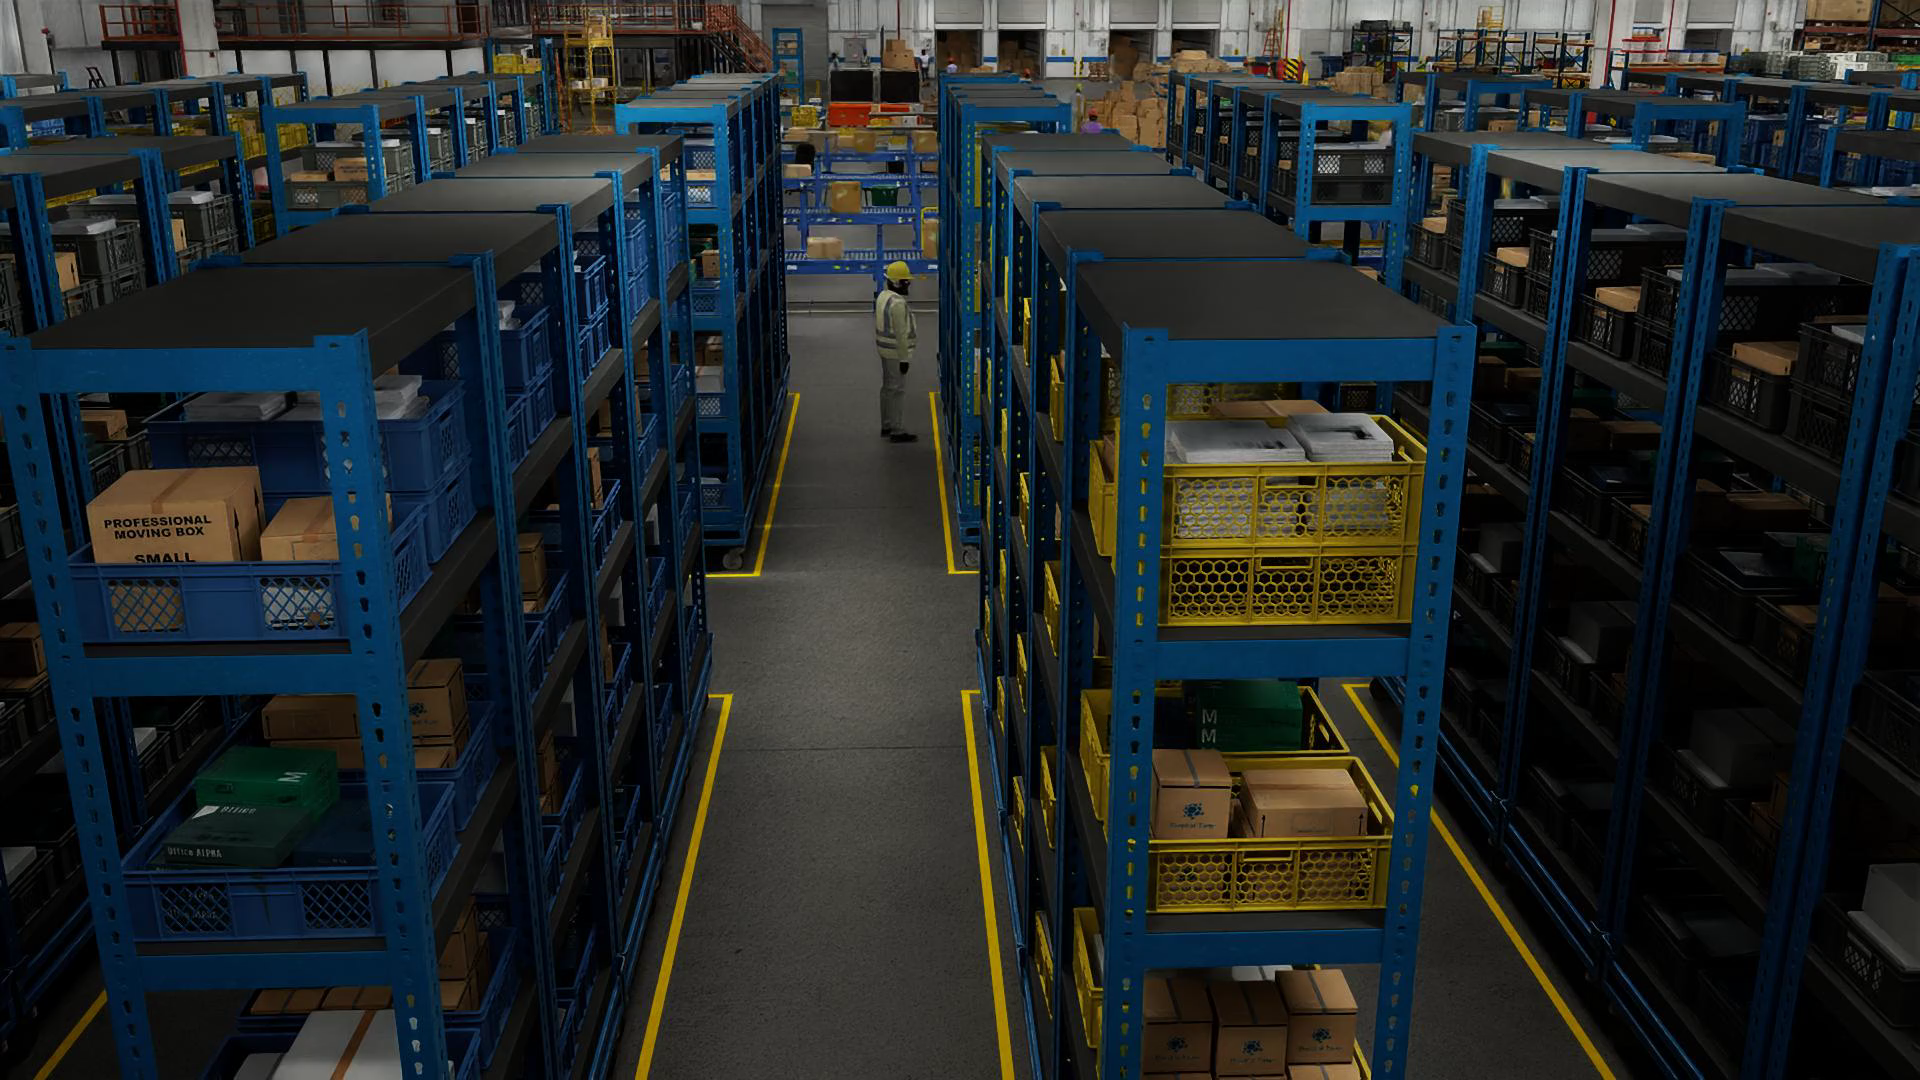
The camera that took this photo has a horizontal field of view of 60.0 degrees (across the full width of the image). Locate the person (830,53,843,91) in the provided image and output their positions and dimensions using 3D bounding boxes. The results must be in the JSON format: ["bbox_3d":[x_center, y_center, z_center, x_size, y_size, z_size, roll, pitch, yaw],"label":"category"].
[{"bbox_3d":[-6.324,-23.752,84.392,0.788,1.862,0.639,-2,18,-6],"label":"person"}]

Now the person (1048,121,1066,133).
[{"bbox_3d":[2.220,-8.939,38.345,0.624,1.997,0.571,10,20,28],"label":"person"}]

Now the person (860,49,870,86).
[{"bbox_3d":[-5.077,-25.315,89.092,0.605,1.948,0.391,9,20,25],"label":"person"}]

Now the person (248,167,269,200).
[{"bbox_3d":[-13.625,-6.941,32.531,0.528,1.765,0.327,0,18,1],"label":"person"}]

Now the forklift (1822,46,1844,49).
[{"bbox_3d":[31.367,-16.356,59.879,1.129,2.768,1.873,-1,18,-2],"label":"forklift"}]

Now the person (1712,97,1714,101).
[{"bbox_3d":[21.801,-12.127,48.619,0.529,1.736,0.740,-1,18,-4],"label":"person"}]

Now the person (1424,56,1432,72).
[{"bbox_3d":[22.233,-22.046,79.079,0.337,1.882,0.584,11,21,30],"label":"person"}]

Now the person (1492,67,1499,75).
[{"bbox_3d":[20.718,-17.535,65.067,0.612,1.930,0.880,-15,23,-38],"label":"person"}]

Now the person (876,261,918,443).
[{"bbox_3d":[-0.639,-1.903,16.834,0.403,1.828,0.595,-7,19,-20],"label":"person"}]

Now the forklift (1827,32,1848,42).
[{"bbox_3d":[46.023,-25.321,87.619,1.129,2.768,1.873,-1,18,-2],"label":"forklift"}]

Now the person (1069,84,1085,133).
[{"bbox_3d":[3.785,-13.862,53.918,0.603,1.798,0.918,11,21,31],"label":"person"}]

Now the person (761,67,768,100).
[{"bbox_3d":[-7.716,-17.772,65.891,0.602,1.854,0.810,-5,19,-16],"label":"person"}]

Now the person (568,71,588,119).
[{"bbox_3d":[-14.782,-17.110,63.947,0.511,1.807,0.974,13,22,36],"label":"person"}]

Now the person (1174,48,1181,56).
[{"bbox_3d":[12.389,-26.935,94.276,0.430,1.845,0.620,-8,19,-22],"label":"person"}]

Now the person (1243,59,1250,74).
[{"bbox_3d":[12.863,-20.579,74.528,0.966,1.900,0.558,9,20,27],"label":"person"}]

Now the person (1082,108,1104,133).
[{"bbox_3d":[3.184,-9.360,39.811,0.544,1.901,0.947,-5,19,-16],"label":"person"}]

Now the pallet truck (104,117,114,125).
[{"bbox_3d":[-18.367,-7.885,35.078,1.885,1.965,0.823,1,18,2],"label":"pallet truck"}]

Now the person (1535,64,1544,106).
[{"bbox_3d":[24.095,-18.862,69.275,0.527,1.858,0.318,-10,20,-28],"label":"person"}]

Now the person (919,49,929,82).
[{"bbox_3d":[-1.928,-25.638,90.159,0.615,1.904,0.490,-8,20,-24],"label":"person"}]

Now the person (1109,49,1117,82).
[{"bbox_3d":[8.505,-26.533,93.018,0.449,1.852,0.544,-2,18,-5],"label":"person"}]

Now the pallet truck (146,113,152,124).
[{"bbox_3d":[-18.087,-8.309,36.390,1.885,1.965,0.823,-1,18,-4],"label":"pallet truck"}]

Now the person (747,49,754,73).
[{"bbox_3d":[-11.994,-26.806,93.900,0.713,1.822,0.660,0,18,-1],"label":"person"}]

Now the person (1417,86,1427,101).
[{"bbox_3d":[15.675,-14.575,56.381,0.529,1.626,0.533,-12,21,-32],"label":"person"}]

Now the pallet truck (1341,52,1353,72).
[{"bbox_3d":[18.794,-23.123,82.231,0.823,1.965,1.885,-13,22,-35],"label":"pallet truck"}]

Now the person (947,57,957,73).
[{"bbox_3d":[-0.392,-21.039,75.871,0.544,1.943,0.347,-15,23,-39],"label":"person"}]

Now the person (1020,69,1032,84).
[{"bbox_3d":[2.417,-16.395,61.439,0.621,1.977,0.534,-14,22,-36],"label":"person"}]

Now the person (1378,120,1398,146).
[{"bbox_3d":[9.566,-8.378,36.822,0.970,1.856,0.654,-9,20,-26],"label":"person"}]
